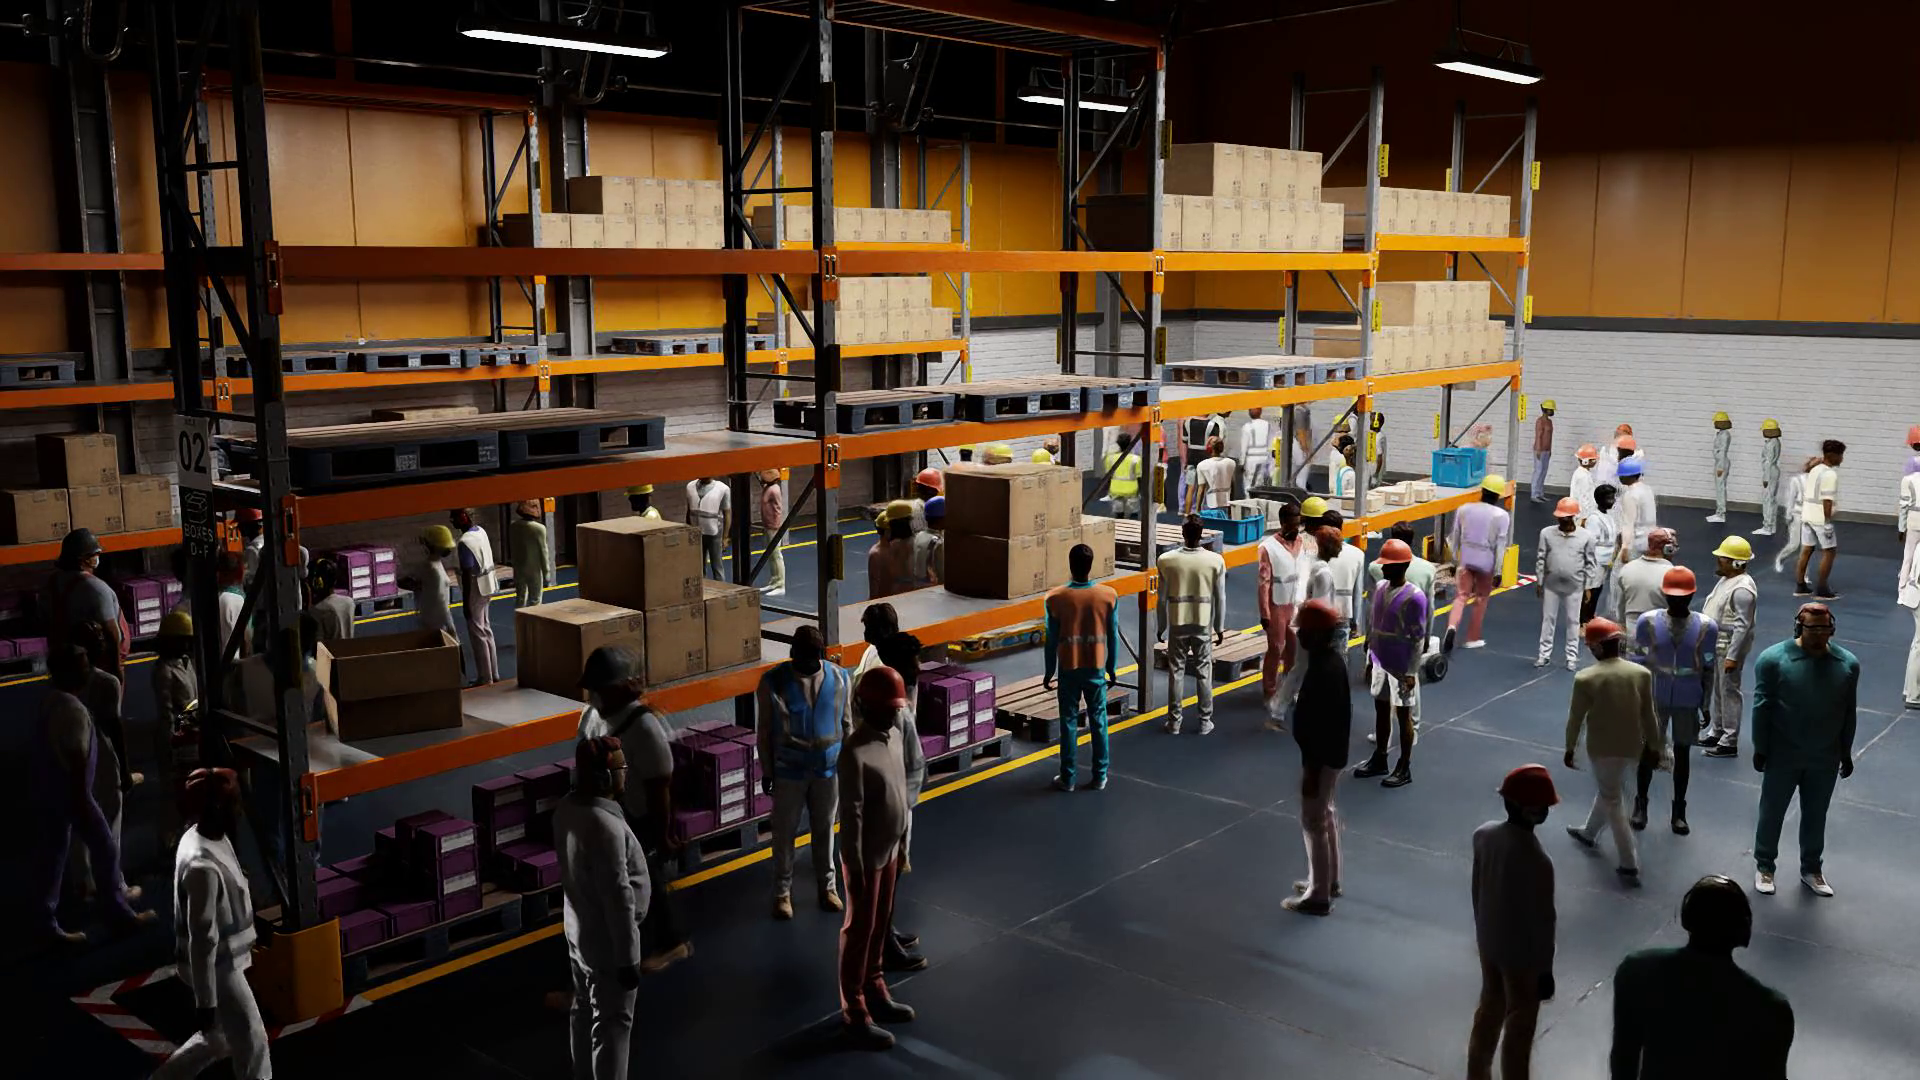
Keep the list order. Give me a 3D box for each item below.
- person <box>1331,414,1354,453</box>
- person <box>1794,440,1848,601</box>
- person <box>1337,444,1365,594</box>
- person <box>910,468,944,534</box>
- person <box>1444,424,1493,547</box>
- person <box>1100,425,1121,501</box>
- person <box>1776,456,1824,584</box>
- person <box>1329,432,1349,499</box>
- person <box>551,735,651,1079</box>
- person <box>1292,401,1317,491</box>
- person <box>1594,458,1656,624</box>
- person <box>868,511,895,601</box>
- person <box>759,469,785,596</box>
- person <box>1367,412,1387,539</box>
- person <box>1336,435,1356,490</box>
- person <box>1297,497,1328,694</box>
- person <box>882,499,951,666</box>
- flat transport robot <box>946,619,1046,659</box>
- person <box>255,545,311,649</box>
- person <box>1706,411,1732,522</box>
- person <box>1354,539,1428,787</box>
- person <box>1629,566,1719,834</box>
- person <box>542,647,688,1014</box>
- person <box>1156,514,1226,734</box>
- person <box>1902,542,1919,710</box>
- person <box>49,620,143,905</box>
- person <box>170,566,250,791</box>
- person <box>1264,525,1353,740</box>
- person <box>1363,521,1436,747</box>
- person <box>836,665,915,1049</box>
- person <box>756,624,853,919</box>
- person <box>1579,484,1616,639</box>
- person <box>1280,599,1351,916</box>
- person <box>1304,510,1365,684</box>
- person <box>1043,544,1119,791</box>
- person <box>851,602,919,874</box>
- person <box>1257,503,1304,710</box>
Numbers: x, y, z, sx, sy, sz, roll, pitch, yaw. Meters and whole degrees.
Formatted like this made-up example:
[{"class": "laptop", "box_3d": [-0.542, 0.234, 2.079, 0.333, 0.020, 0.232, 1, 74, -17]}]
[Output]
[{"class": "person", "box_3d": [5.851, -1.066, 25.570, 0.485, 1.735, 0.341, -8, 12, -40]}, {"class": "person", "box_3d": [10.417, -0.241, 20.035, 0.501, 1.946, 0.660, 1, 10, 5]}, {"class": "person", "box_3d": [4.783, -0.257, 20.401, 0.345, 1.846, 0.506, -1, 10, -7]}, {"class": "person", "box_3d": [-0.350, 0.208, 17.384, 0.374, 1.928, 0.543, 2, 10, 10]}, {"class": "person", "box_3d": [6.957, -0.636, 22.540, 0.536, 1.882, 0.658, 8, 12, 39]}, {"class": "person", "box_3d": [2.561, -1.474, 28.297, 0.268, 1.632, 0.506, 7, 12, 36]}, {"class": "person", "box_3d": [10.711, -0.275, 21.158, 0.536, 1.615, 0.508, -1, 10, -6]}, {"class": "person", "box_3d": [5.442, -0.734, 23.878, 0.268, 1.632, 0.507, -1, 10, -8]}, {"class": "person", "box_3d": [-1.631, 1.837, 7.718, 0.410, 1.909, 0.643, -6, 11, -33]}, {"class": "person", "box_3d": [5.652, -1.566, 27.634, 0.547, 2.000, 0.717, 1, 10, 4]}, {"class": "person", "box_3d": [7.505, 0.031, 18.544, 0.883, 1.888, 0.708, 9, 13, 44]}, {"class": "person", "box_3d": [-0.686, 0.586, 15.637, 0.343, 1.756, 0.518, 4, 10, 25]}, {"class": "person", "box_3d": [-2.310, -0.135, 20.305, 0.279, 1.631, 0.504, -4, 10, -22]}, {"class": "person", "box_3d": [6.104, -0.951, 24.475, 0.314, 1.869, 0.537, 3, 10, 15]}, {"class": "person", "box_3d": [5.343, -0.604, 22.953, 0.321, 1.685, 0.532, 2, 10, 11]}, {"class": "person", "box_3d": [3.215, 0.553, 15.324, 0.381, 1.924, 0.593, 2, 10, 13]}, {"class": "person", "box_3d": [-0.414, 0.547, 15.496, 0.794, 1.896, 0.588, -6, 11, -32]}, {"class": "flat transport robot", "box_3d": [0.359, 1.000, 17.586, 0.652, 0.197, 1.431, 9, 13, 43]}, {"class": "person", "box_3d": [-6.059, 0.663, 14.880, 0.509, 1.860, 0.334, 0, 10, 0]}, {"class": "person", "box_3d": [11.895, -1.149, 26.059, 0.322, 1.736, 0.486, 4, 10, 20]}, {"class": "person", "box_3d": [3.359, 0.951, 12.941, 0.376, 1.940, 0.550, -5, 11, -29]}, {"class": "person", "box_3d": [5.066, 1.132, 11.831, 0.548, 1.937, 0.379, 4, 10, 22]}, {"class": "person", "box_3d": [-1.904, 1.518, 9.225, 1.009, 2.000, 0.693, -7, 12, -38]}, {"class": "person", "box_3d": [1.983, 0.729, 14.297, 0.594, 1.919, 0.387, 1, 10, 6]}, {"class": "person", "box_3d": [8.800, 0.630, 15.148, 0.383, 1.836, 0.569, 5, 11, 25]}, {"class": "person", "box_3d": [-5.443, 1.413, 10.460, 0.503, 1.840, 0.342, 3, 10, 17]}, {"class": "person", "box_3d": [-5.661, 1.047, 12.611, 0.392, 1.847, 0.563, 8, 12, 40]}, {"class": "person", "box_3d": [2.976, 0.790, 14.169, 0.698, 1.877, 0.597, -1, 10, -5]}, {"class": "person", "box_3d": [3.689, 0.795, 13.950, 0.600, 1.909, 0.401, -1, 10, -6]}, {"class": "person", "box_3d": [-0.437, 1.627, 8.719, 0.392, 1.991, 0.612, 4, 10, 20]}, {"class": "person", "box_3d": [-0.952, 1.429, 10.369, 0.621, 1.837, 0.429, -3, 10, -20]}, {"class": "person", "box_3d": [6.880, 0.231, 17.923, 0.317, 1.697, 0.540, 7, 12, 37]}, {"class": "person", "box_3d": [2.241, 1.355, 10.432, 0.444, 1.981, 0.645, 3, 10, 18]}, {"class": "person", "box_3d": [3.256, 0.687, 14.597, 0.598, 1.908, 0.410, -3, 10, -20]}, {"class": "person", "box_3d": [0.931, 0.983, 12.779, 0.587, 1.920, 0.390, -1, 10, -7]}, {"class": "person", "box_3d": [-0.507, 1.315, 11.051, 0.429, 1.838, 0.621, -4, 10, -22]}, {"class": "person", "box_3d": [2.934, 0.602, 15.095, 0.605, 1.907, 0.401, -6, 11, -33]}]
